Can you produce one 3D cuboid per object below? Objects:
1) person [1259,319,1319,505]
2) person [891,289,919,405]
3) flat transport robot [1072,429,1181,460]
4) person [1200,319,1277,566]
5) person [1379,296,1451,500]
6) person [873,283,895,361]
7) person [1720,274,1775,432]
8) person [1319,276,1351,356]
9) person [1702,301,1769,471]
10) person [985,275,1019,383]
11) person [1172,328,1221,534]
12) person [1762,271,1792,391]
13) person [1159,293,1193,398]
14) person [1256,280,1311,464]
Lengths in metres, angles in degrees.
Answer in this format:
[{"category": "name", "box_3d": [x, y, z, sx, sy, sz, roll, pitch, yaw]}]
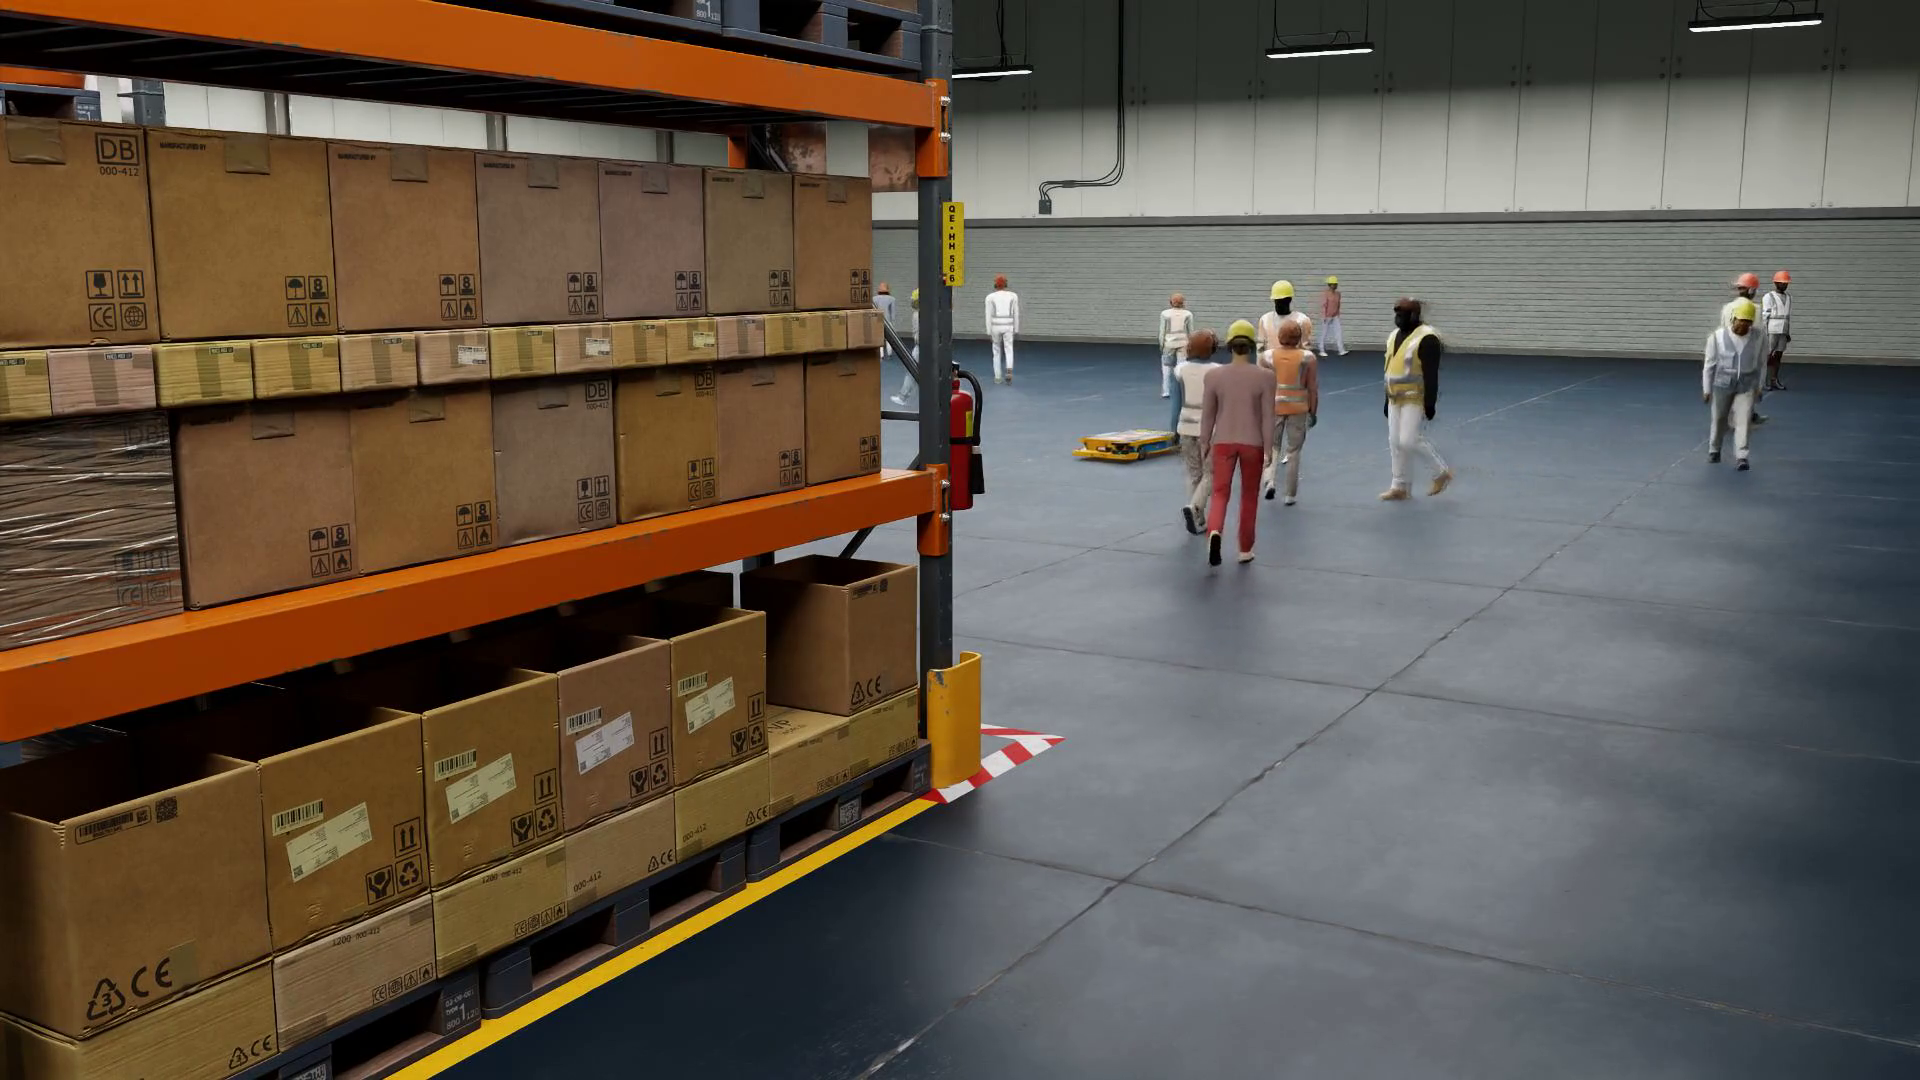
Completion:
[{"category": "person", "box_3d": [2.871, -1.115, 14.581, 0.529, 1.626, 0.365, 3, 10, 19]}, {"category": "person", "box_3d": [-0.560, -2.784, 24.139, 0.883, 1.698, 0.498, 6, 11, 31]}, {"category": "flat transport robot", "box_3d": [1.886, -1.051, 18.167, 0.652, 0.197, 1.431, 7, 12, 37]}, {"category": "person", "box_3d": [1.924, -0.662, 11.603, 0.532, 1.747, 0.710, 3, 10, 18]}, {"category": "person", "box_3d": [4.020, -1.242, 14.737, 0.533, 1.827, 0.630, -3, 10, -17]}, {"category": "person", "box_3d": [-1.603, -4.574, 34.905, 0.519, 1.595, 0.810, 0, 10, 1]}, {"category": "person", "box_3d": [9.757, -2.304, 20.589, 0.945, 1.945, 0.617, -2, 10, -10]}, {"category": "person", "box_3d": [8.066, -4.806, 35.860, 0.550, 1.722, 0.885, -5, 11, -27]}, {"category": "person", "box_3d": [7.979, -1.598, 17.158, 0.607, 1.733, 1.091, 3, 10, 19]}, {"category": "person", "box_3d": [0.721, -3.575, 28.285, 0.588, 1.867, 0.617, -1, 10, -6]}, {"category": "person", "box_3d": [1.839, -0.817, 12.849, 0.520, 1.621, 0.568, 7, 12, 34]}, {"category": "person", "box_3d": [13.256, -3.385, 26.960, 0.553, 1.935, 0.363, -3, 10, -19]}, {"category": "person", "box_3d": [3.261, -2.940, 25.290, 0.537, 1.613, 0.682, -1, 10, -5]}, {"category": "person", "box_3d": [3.379, -1.761, 17.491, 0.594, 1.922, 0.387, 7, 12, 34]}]
